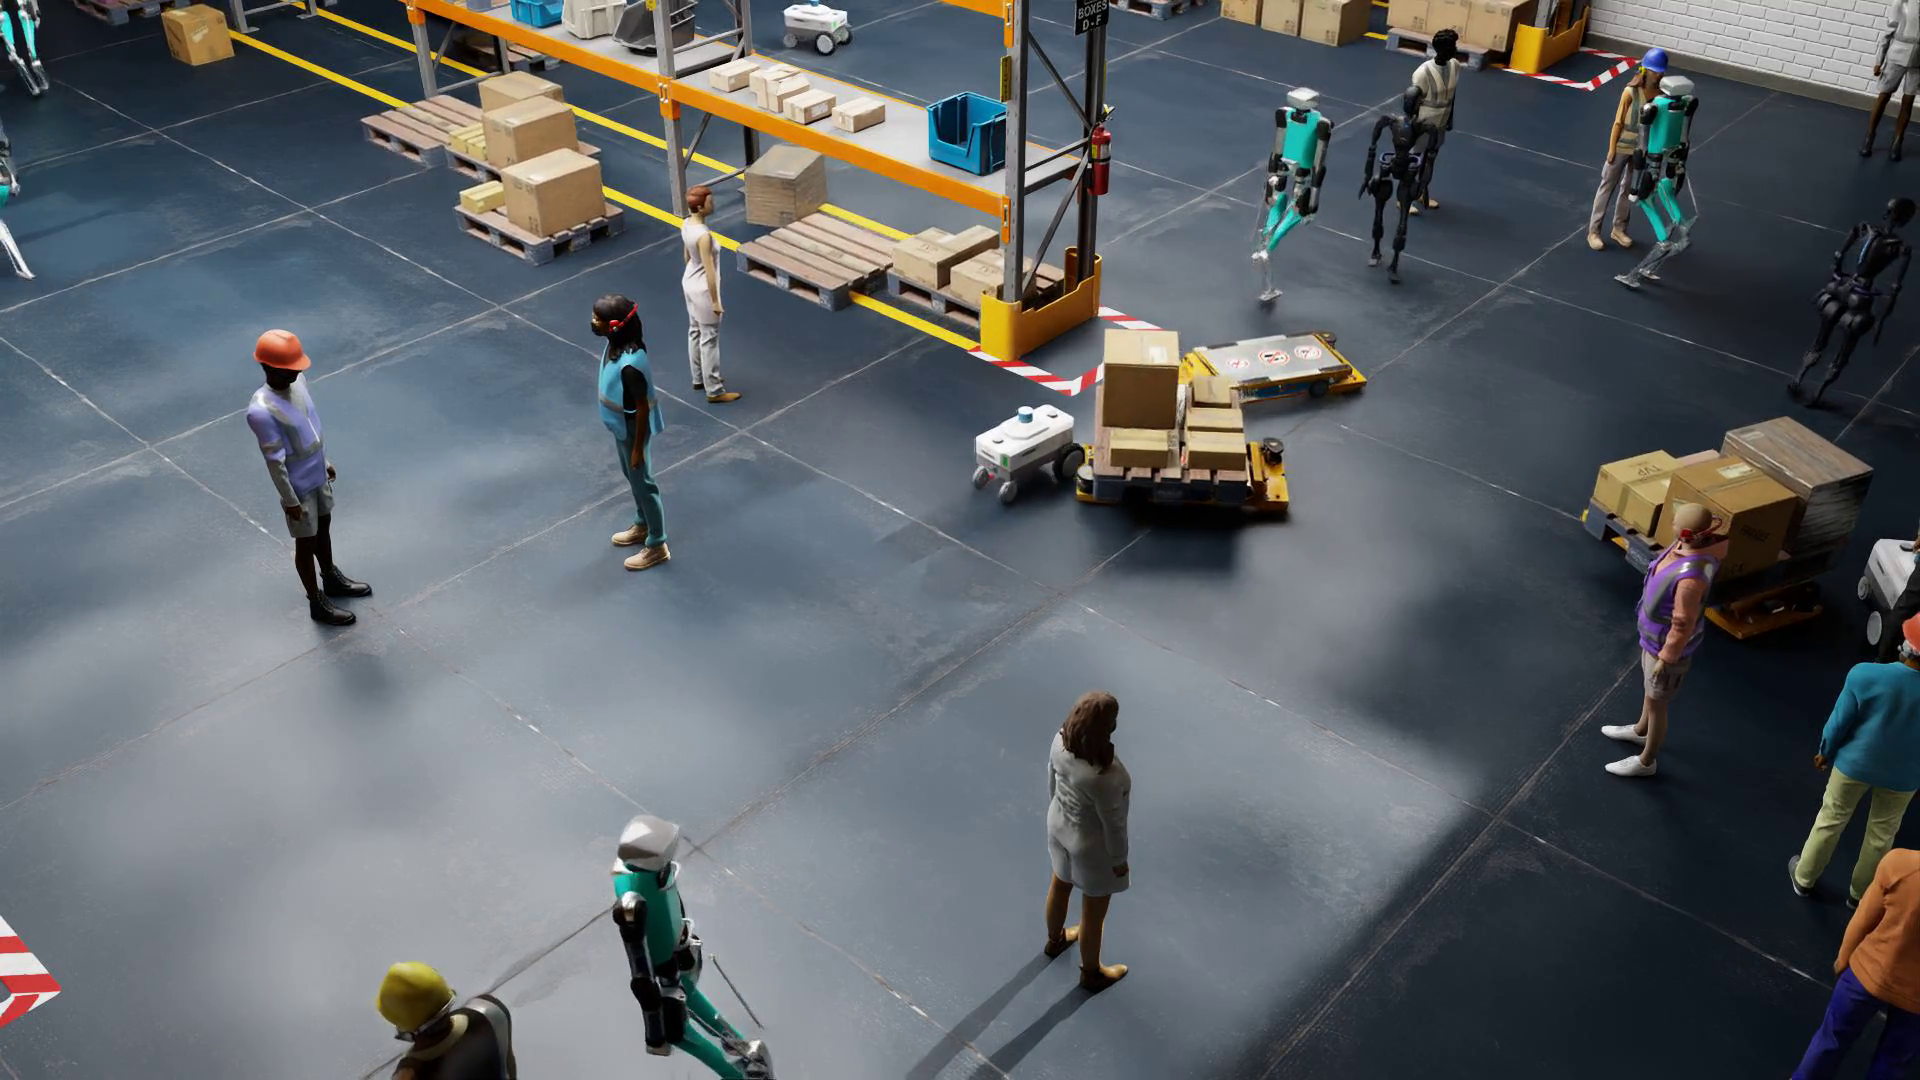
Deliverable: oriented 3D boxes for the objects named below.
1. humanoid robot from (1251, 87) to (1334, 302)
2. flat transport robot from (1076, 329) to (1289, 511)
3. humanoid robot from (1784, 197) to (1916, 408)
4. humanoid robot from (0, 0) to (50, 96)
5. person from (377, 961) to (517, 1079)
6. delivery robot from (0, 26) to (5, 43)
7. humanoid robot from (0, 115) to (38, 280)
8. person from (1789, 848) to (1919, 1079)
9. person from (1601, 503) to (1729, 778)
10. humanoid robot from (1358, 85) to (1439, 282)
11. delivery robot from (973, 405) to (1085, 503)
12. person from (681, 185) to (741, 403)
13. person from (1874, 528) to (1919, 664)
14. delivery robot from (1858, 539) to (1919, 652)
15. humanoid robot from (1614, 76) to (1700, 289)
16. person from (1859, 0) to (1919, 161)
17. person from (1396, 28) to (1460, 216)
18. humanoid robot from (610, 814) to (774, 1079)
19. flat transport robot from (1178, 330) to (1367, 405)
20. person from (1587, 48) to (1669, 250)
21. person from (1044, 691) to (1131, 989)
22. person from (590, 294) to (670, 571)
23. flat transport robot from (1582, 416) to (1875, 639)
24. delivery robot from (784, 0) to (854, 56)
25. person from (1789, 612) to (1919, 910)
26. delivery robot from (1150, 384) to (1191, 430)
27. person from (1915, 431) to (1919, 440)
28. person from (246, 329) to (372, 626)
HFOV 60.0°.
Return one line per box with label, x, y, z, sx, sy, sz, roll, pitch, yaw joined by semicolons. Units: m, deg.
humanoid robot;2.549;-2.685;13.446;0.783;1.813;0.558;-27;43;-33
flat transport robot;1.529;-0.480;11.506;1.431;0.231;0.659;3;35;4
humanoid robot;6.462;-1.725;12.070;0.412;1.634;0.610;-16;38;-22
humanoid robot;-9.920;-5.458;17.433;0.530;1.759;0.858;-15;37;-21
person;-1.865;2.238;6.205;0.403;1.820;0.594;17;38;23
delivery robot;-11.291;-5.871;19.082;0.499;0.614;0.817;-11;36;-16
humanoid robot;-8.330;-3.056;13.950;0.965;1.765;0.541;20;39;26
person;3.836;1.774;6.748;0.514;1.972;0.404;22;40;29
person;3.720;0.530;8.787;0.342;1.692;0.493;9;36;13
humanoid robot;3.658;-3.016;13.941;0.597;1.639;0.543;11;36;15
delivery robot;0.462;-0.649;11.491;0.765;0.585;0.499;-27;43;-33
person;-1.870;-1.809;12.202;0.287;1.659;0.442;-17;38;-23
person;5.564;0.080;9.307;0.346;1.846;0.503;-12;36;-17
delivery robot;5.770;0.327;10.077;0.499;0.586;0.773;5;35;7
humanoid robot;5.826;-2.871;13.612;0.534;1.722;0.695;-14;37;-19
person;9.153;-4.635;16.073;0.547;1.925;0.387;14;37;19
person;4.251;-3.787;15.041;0.532;1.693;0.320;-20;39;-26
humanoid robot;-0.962;1.904;6.849;0.773;1.893;0.558;2;35;3
flat transport robot;2.308;-1.282;12.668;1.431;0.231;0.659;-10;36;-14
person;5.824;-3.376;14.372;0.466;1.778;0.324;-6;35;-9
person;0.594;1.358;7.615;0.339;1.661;0.483;-22;40;-29
person;-2.052;-0.679;10.388;0.378;1.865;0.541;-14;37;-19
flat transport robot;4.741;0.103;10.662;0.659;0.231;1.431;-14;37;-19
delivery robot;-1.646;-5.920;19.141;0.805;0.601;0.499;14;37;20
person;4.418;1.054;7.974;0.571;1.752;0.327;15;37;20
delivery robot;1.419;-0.824;11.764;0.499;0.608;0.786;11;36;16
person;7.205;-1.479;11.554;0.599;1.854;0.565;25;42;31
person;-3.888;-0.379;9.901;0.363;1.929;0.541;3;35;4
